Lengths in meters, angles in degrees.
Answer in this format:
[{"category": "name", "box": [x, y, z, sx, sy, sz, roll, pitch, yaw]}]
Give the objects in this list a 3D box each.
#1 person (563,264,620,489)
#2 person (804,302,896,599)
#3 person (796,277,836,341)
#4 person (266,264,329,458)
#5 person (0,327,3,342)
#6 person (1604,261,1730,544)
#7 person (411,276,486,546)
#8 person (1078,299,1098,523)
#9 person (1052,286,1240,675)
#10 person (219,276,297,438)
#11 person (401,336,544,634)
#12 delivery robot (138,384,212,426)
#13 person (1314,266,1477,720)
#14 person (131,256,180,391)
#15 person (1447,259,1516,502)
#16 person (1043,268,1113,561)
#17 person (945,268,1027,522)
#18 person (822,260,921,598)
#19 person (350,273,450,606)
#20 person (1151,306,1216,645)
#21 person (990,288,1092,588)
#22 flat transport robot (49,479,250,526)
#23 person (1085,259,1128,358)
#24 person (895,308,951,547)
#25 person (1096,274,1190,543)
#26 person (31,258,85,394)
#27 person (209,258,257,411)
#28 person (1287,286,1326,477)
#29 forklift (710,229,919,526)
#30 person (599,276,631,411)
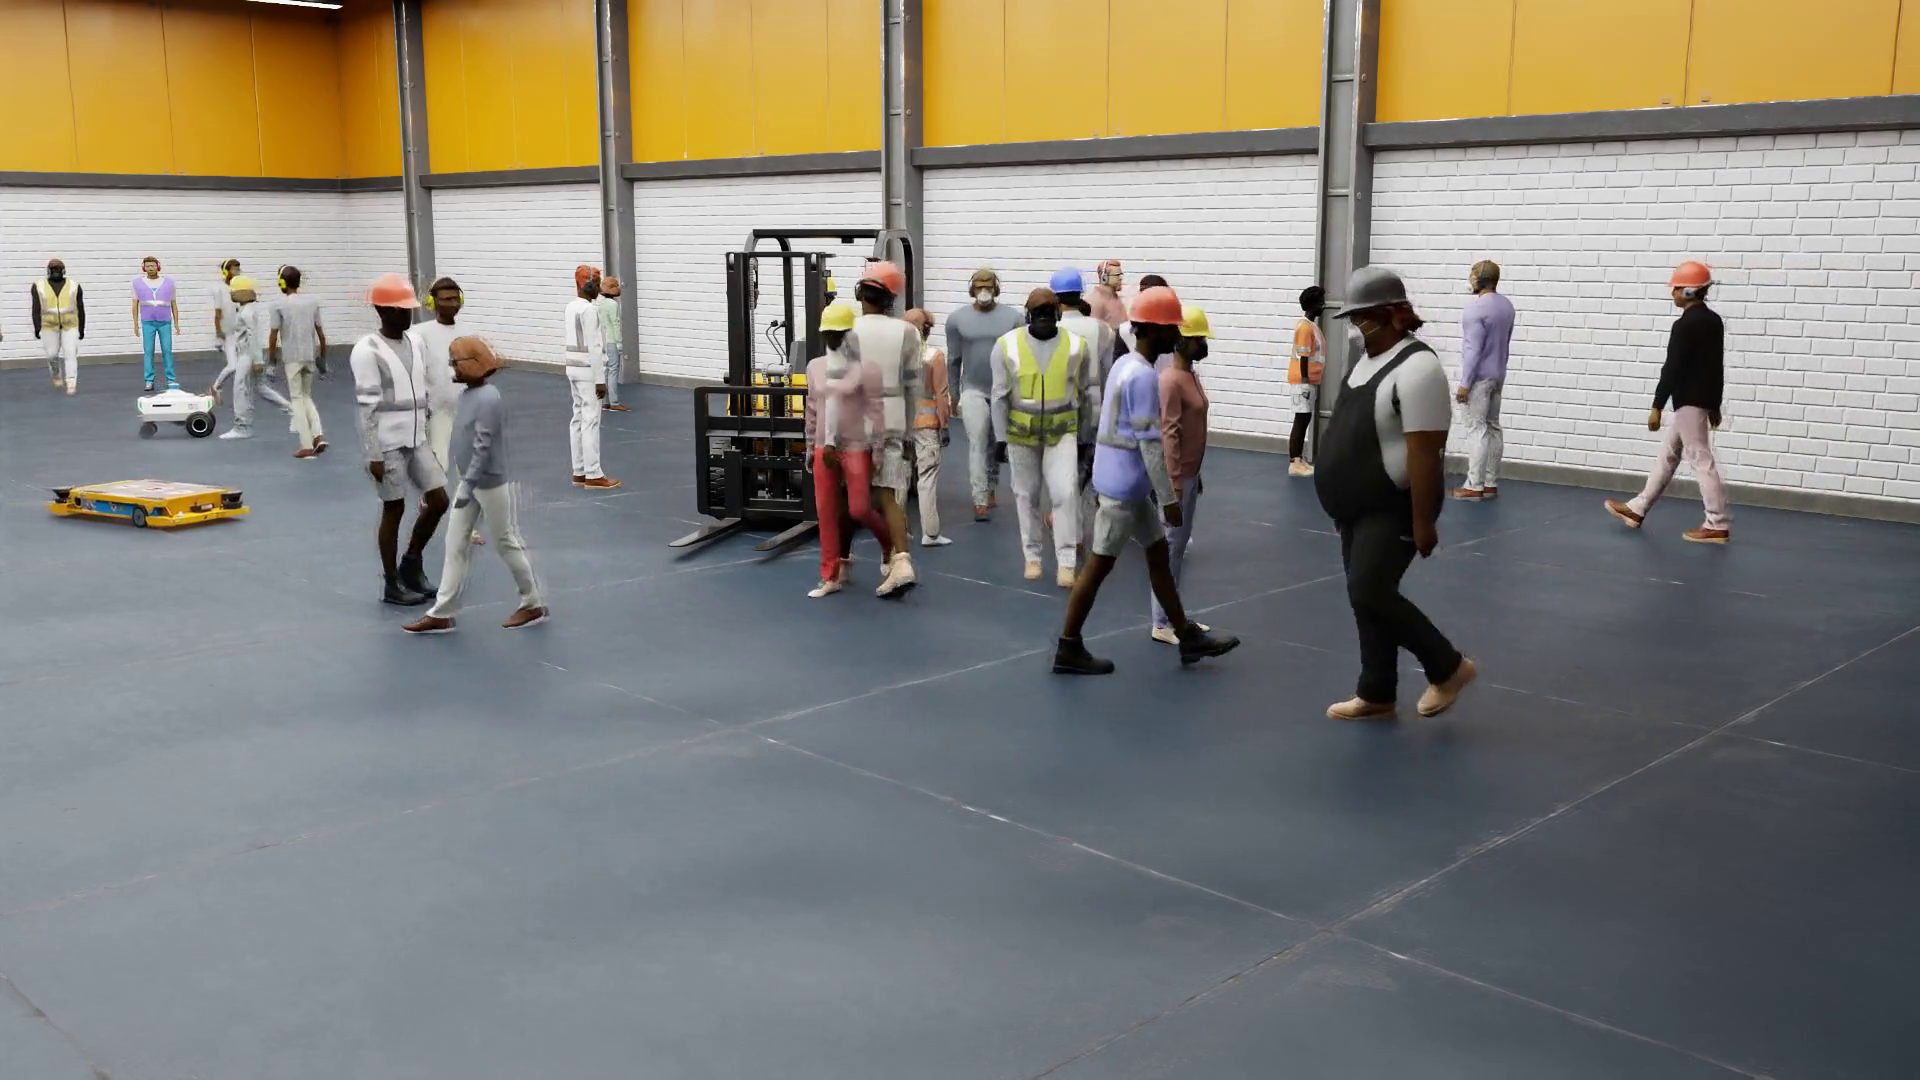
[{"category": "person", "box": [-3.136, -1.371, 14.040, 0.354, 1.887, 0.573, -7, 12, -33]}, {"category": "person", "box": [-0.665, -0.547, 9.926, 0.535, 1.748, 0.636, 6, 12, 28]}, {"category": "person", "box": [-1.244, -1.536, 15.261, 0.525, 1.772, 0.309, -5, 11, -23]}, {"category": "person", "box": [-6.342, -1.699, 15.932, 0.437, 1.858, 0.509, 7, 13, 34]}, {"category": "person", "box": [-12.980, -2.774, 21.948, 0.533, 1.799, 0.981, -3, 11, -16]}, {"category": "person", "box": [5.048, -0.974, 11.720, 1.011, 1.938, 0.639, 10, 14, 42]}, {"category": "person", "box": [-3.548, -0.891, 11.535, 0.548, 1.850, 0.592, -9, 14, -40]}, {"category": "person", "box": [0.815, -0.897, 12.003, 0.537, 1.677, 0.590, 4, 11, 23]}, {"category": "person", "box": [0.913, -0.267, 8.020, 0.992, 1.880, 0.555, 0, 10, 1]}, {"category": "person", "box": [-7.434, -1.937, 17.586, 0.782, 1.715, 0.477, -4, 11, -20]}, {"category": "person", "box": [-2.607, -0.287, 8.904, 0.743, 1.600, 0.503, -8, 13, -38]}, {"category": "delivery robot", "box": [-8.318, -1.414, 17.631, 0.707, 0.478, 0.477, -4, 12, -21]}, {"category": "person", "box": [1.836, -0.192, 7.188, 0.612, 2.000, 0.693, -1, 10, -6]}, {"category": "person", "box": [-11.088, -2.984, 22.945, 0.570, 1.843, 0.372, -6, 12, -28]}, {"category": "person", "box": [4.201, -1.278, 13.395, 0.635, 1.938, 0.362, -10, 15, -44]}, {"category": "person", "box": [0.663, -0.854, 11.144, 0.621, 1.907, 0.921, -5, 11, -23]}, {"category": "person", "box": [0.210, -1.131, 12.732, 0.647, 1.895, 1.002, -1, 10, -3]}, {"category": "person", "box": [-0.510, -0.656, 9.882, 0.638, 1.996, 0.964, -4, 11, -23]}, {"category": "person", "box": [-3.199, -0.561, 9.539, 0.434, 1.916, 0.568, 5, 11, 24]}, {"category": "person", "box": [1.171, -0.339, 8.740, 0.306, 1.770, 0.525, 4, 11, 19]}, {"category": "person", "box": [0.497, -0.614, 10.115, 0.629, 1.811, 0.772, 0, 10, 2]}, {"category": "flat transport robot", "box": [-6.137, -0.294, 12.574, 1.431, 0.197, 0.652, 6, 12, 28]}, {"category": "person", "box": [1.369, -1.613, 15.300, 0.406, 1.911, 0.639, 5, 11, 24]}, {"category": "person", "box": [-0.295, -0.768, 11.433, 0.522, 1.636, 0.310, 7, 12, 32]}, {"category": "person", "box": [1.298, -0.855, 11.267, 0.610, 1.880, 0.963, -6, 12, -31]}, {"category": "person", "box": [-12.183, -2.894, 22.515, 0.637, 1.827, 0.696, -5, 12, -27]}, {"category": "person", "box": [-8.881, -2.488, 20.221, 0.489, 1.853, 0.552, 4, 11, 22]}, {"category": "person", "box": [3.080, -1.404, 14.767, 0.321, 1.690, 0.529, 4, 11, 22]}, {"category": "forklift", "box": [-1.050, -1.319, 12.920, 1.214, 2.155, 2.313, 2, 11, 13]}, {"category": "person", "box": [-4.233, -2.386, 20.259, 0.280, 1.636, 0.500, -7, 12, -33]}]
